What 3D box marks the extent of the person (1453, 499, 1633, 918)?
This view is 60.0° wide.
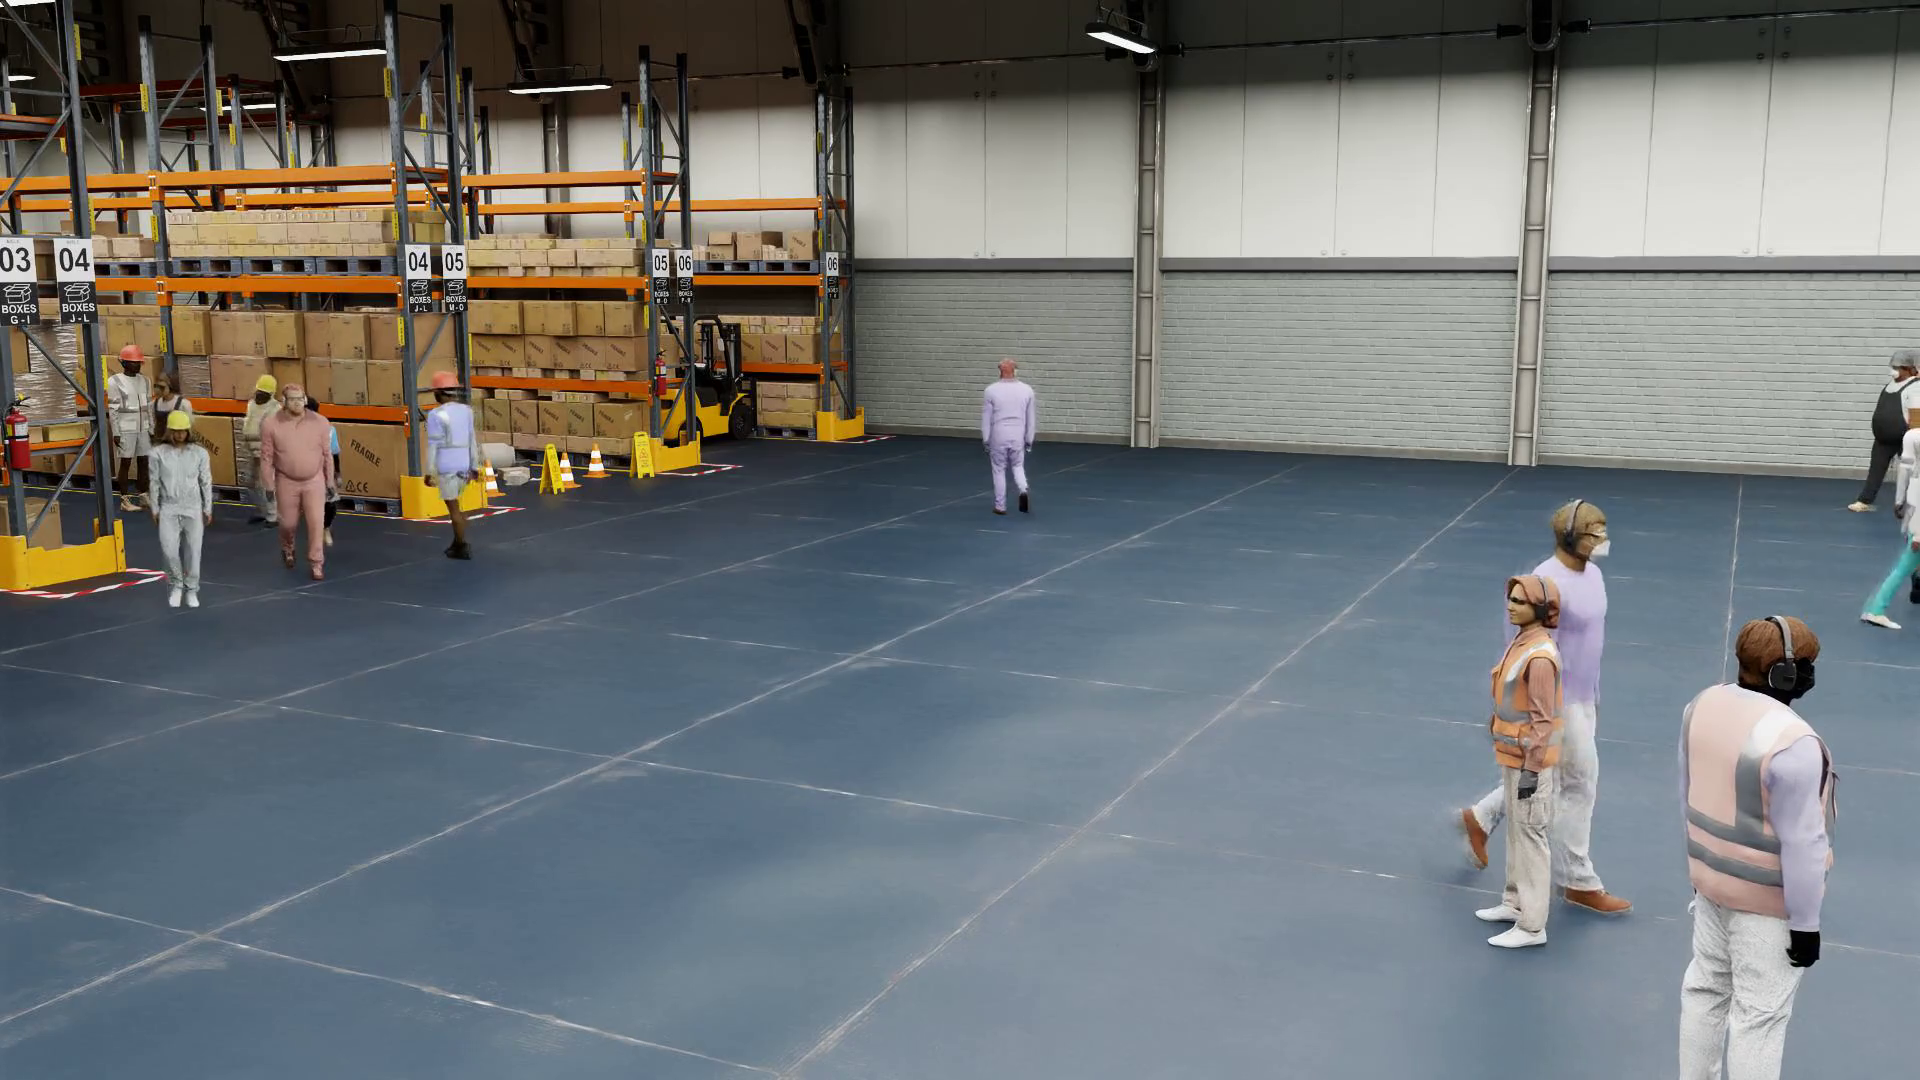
[{"bbox_3d":[2.746,0.743,7.765,0.851,1.914,0.639,8,12,39],"label":"person"}]

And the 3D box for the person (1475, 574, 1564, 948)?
[{"bbox_3d":[2.467,0.955,7.268,0.305,1.645,0.522,1,9,9],"label":"person"}]

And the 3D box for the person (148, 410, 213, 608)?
[{"bbox_3d":[-6.740,-0.262,14.430,0.497,1.728,0.433,-5,11,-28],"label":"person"}]

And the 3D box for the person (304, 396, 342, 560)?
[{"bbox_3d":[-6.580,-0.637,16.896,0.553,1.677,0.471,-5,11,-29],"label":"person"}]

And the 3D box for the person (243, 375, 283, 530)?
[{"bbox_3d":[-7.892,-0.986,18.811,0.704,1.768,0.404,6,11,33],"label":"person"}]

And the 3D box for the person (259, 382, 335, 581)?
[{"bbox_3d":[-6.325,-0.570,15.899,0.652,1.889,0.662,-5,10,-27],"label":"person"}]

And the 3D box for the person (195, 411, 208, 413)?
[{"bbox_3d":[-11.410,-2.052,24.812,0.358,1.938,0.545,6,11,32],"label":"person"}]

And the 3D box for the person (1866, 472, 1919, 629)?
[{"bbox_3d":[7.837,-0.083,13.395,0.911,1.717,0.530,6,11,35],"label":"person"}]

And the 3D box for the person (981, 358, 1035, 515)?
[{"bbox_3d":[0.566,-1.226,19.898,0.648,1.894,0.483,-3,10,-17],"label":"person"}]

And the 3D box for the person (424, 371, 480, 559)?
[{"bbox_3d":[-5.209,-0.754,16.909,0.558,1.915,0.581,5,10,27],"label":"person"}]

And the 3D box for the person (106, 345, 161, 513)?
[{"bbox_3d":[-10.024,-1.349,20.214,0.403,2.035,0.606,4,10,24],"label":"person"}]

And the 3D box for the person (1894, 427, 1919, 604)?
[{"bbox_3d":[8.468,-0.356,14.476,0.554,1.916,0.696,5,10,26],"label":"person"}]

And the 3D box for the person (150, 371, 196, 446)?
[{"bbox_3d":[-8.836,-1.017,18.855,0.518,1.821,0.631,2,9,11],"label":"person"}]

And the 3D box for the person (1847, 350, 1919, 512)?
[{"bbox_3d":[11.403,-1.336,20.103,1.062,2.000,0.685,-1,9,-6],"label":"person"}]

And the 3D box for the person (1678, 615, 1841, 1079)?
[{"bbox_3d":[2.618,1.152,5.461,0.429,1.843,0.633,-1,9,-9],"label":"person"}]
